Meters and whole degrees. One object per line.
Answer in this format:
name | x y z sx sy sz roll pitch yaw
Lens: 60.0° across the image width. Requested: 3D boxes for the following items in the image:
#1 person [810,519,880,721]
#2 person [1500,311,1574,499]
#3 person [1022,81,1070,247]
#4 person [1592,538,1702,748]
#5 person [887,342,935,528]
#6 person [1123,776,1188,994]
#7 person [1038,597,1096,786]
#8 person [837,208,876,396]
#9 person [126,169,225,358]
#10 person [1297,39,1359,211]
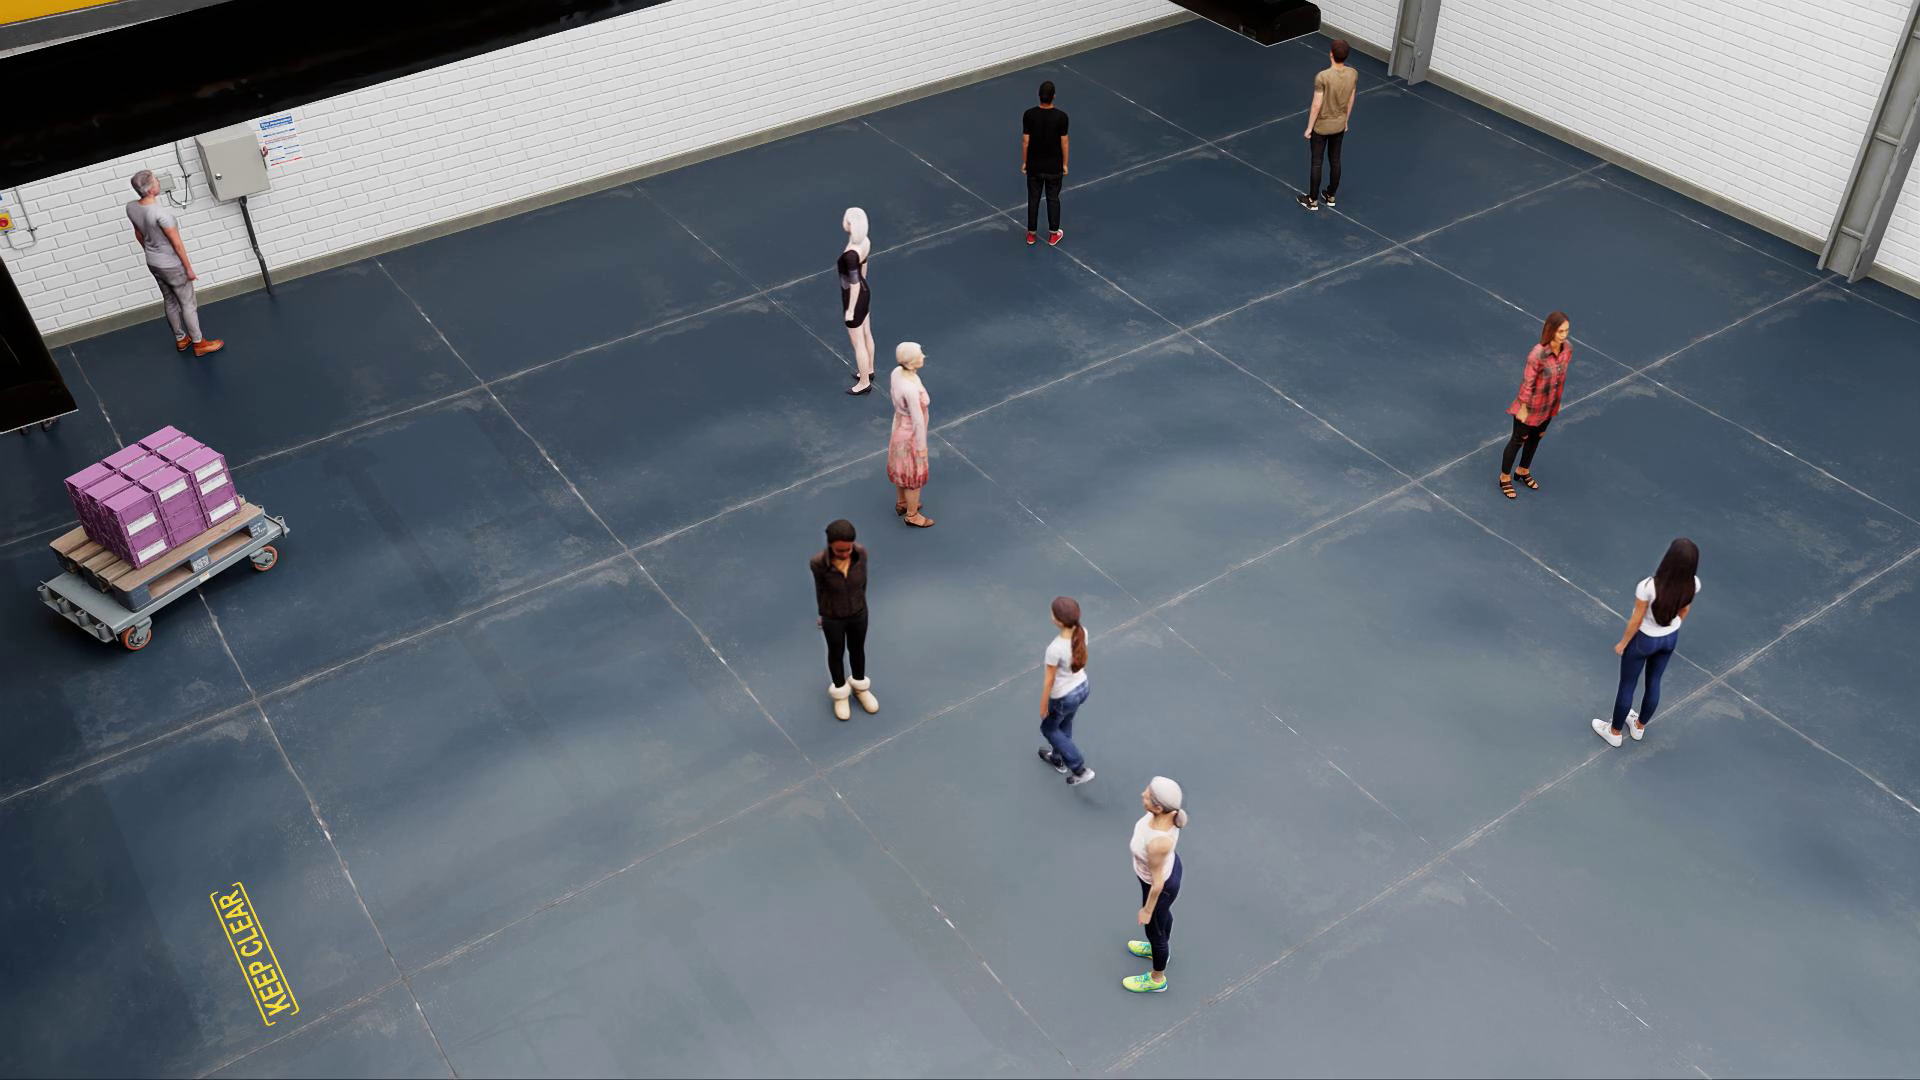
person | -0.819 0.501 11.672 0.651 1.660 0.603 -23 44 -26
person | 4.750 -1.126 13.676 0.635 1.703 0.575 -19 42 -22
person | 0.869 -3.864 17.060 0.717 1.758 0.775 6 39 7
person | 4.718 0.699 11.332 0.657 1.775 0.641 -8 39 -10
person | -0.407 -0.848 13.336 0.691 1.692 0.563 -15 41 -17
person | 1.165 2.012 9.747 0.735 1.701 0.682 8 39 9
person | 0.746 1.040 11.086 0.618 1.550 0.810 -31 48 -33
person | -0.916 -2.131 14.832 0.705 1.830 0.656 8 39 10
person | -7.323 -2.554 15.363 0.670 1.827 0.828 18 42 21
person | 3.922 -4.416 17.676 0.717 1.852 0.646 -14 41 -16
